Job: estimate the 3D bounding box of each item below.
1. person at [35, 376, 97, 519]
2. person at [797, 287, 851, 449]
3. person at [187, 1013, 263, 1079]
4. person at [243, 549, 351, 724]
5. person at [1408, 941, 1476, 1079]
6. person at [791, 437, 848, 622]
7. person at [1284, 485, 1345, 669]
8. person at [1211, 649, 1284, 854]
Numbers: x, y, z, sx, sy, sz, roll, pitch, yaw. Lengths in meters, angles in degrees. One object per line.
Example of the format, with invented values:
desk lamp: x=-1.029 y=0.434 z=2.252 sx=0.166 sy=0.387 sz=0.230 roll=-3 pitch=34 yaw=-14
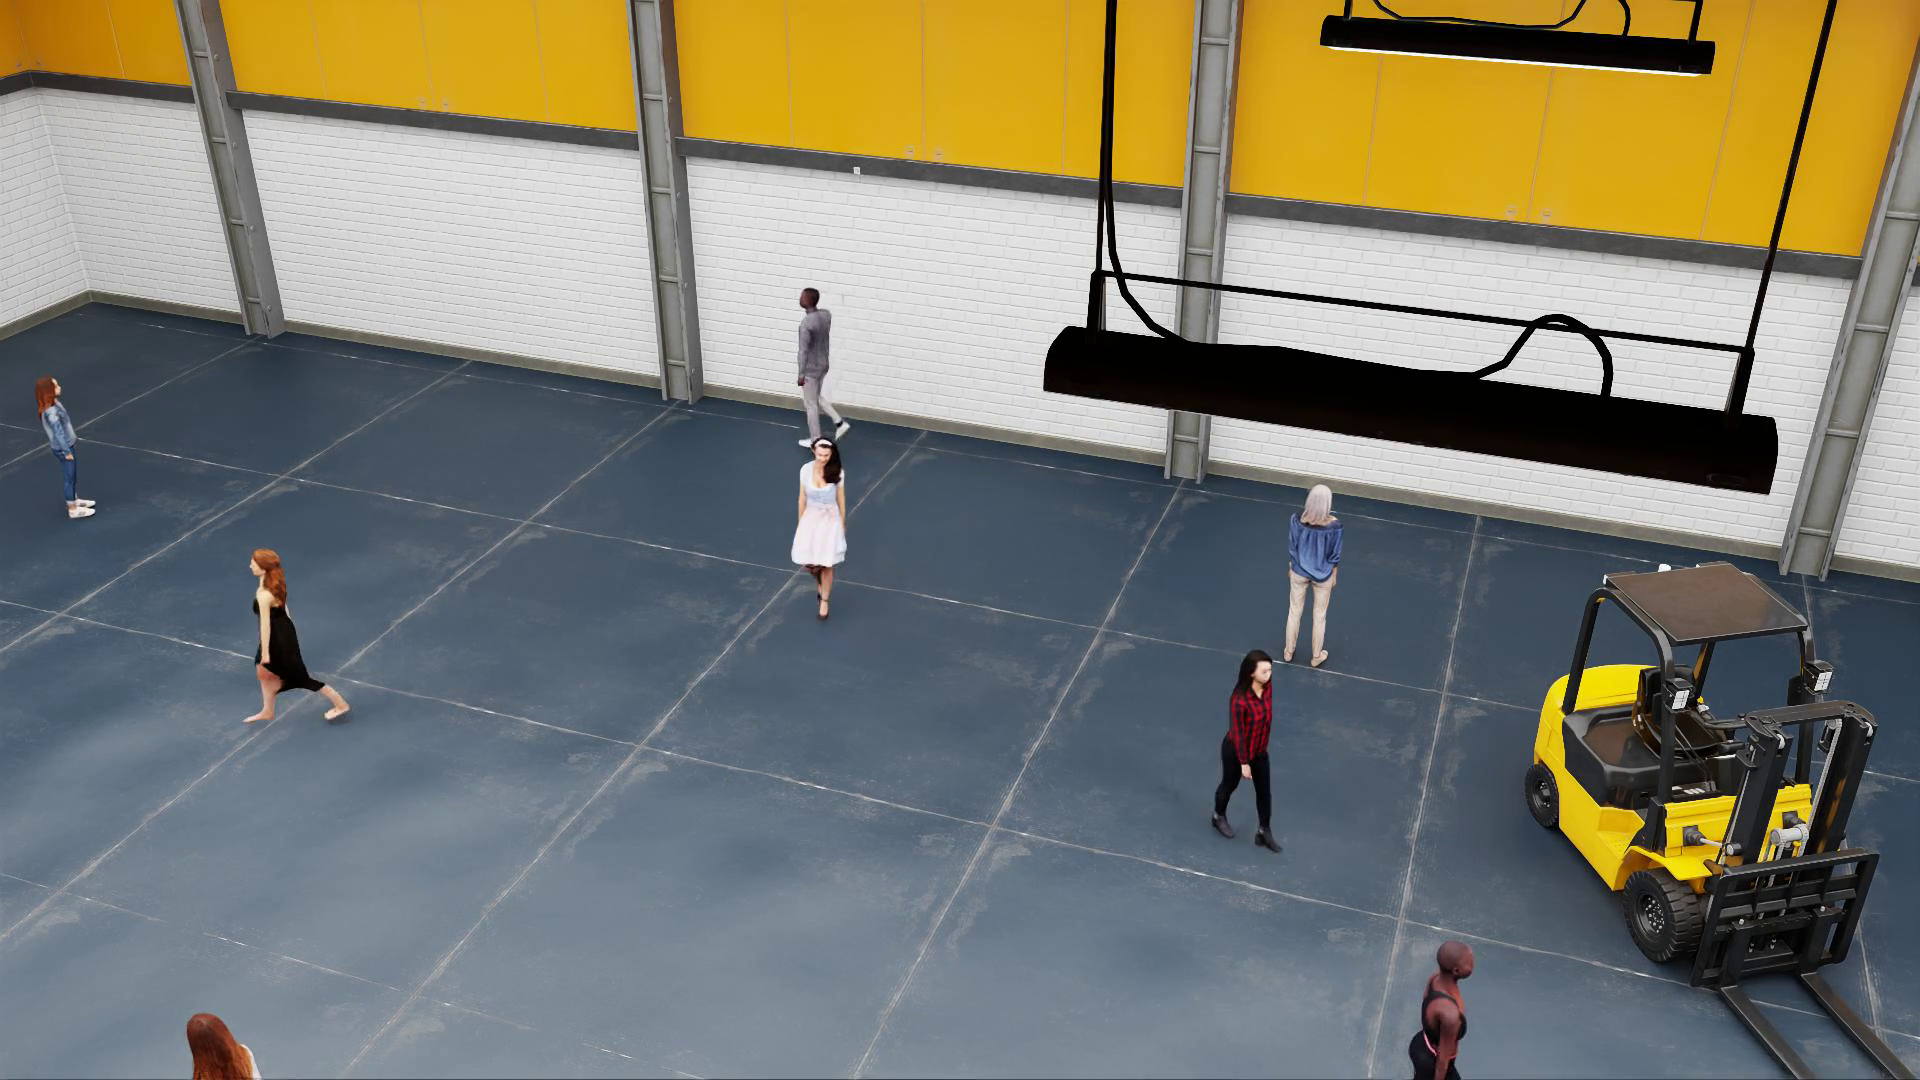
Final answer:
person: x=-8.955 y=-0.938 z=16.585 sx=0.677 sy=1.475 sz=0.607 roll=-14 pitch=31 yaw=-23
person: x=-1.478 y=-1.816 z=17.832 sx=0.781 sy=1.822 sz=0.686 roll=10 pitch=30 yaw=17
person: x=-3.810 y=3.169 z=8.793 sx=0.518 sy=1.728 sz=0.598 roll=13 pitch=31 yaw=23
person: x=-5.330 y=0.809 z=13.271 sx=1.154 sy=1.582 sz=0.935 roll=-5 pitch=29 yaw=-8
person: x=2.530 y=2.919 z=9.220 sx=0.702 sy=1.757 sz=0.698 roll=2 pitch=29 yaw=3
person: x=-1.210 y=-0.129 z=14.768 sx=0.789 sy=1.795 sz=0.822 roll=2 pitch=29 yaw=4
person: x=2.984 y=0.294 z=14.098 sx=0.496 sy=1.694 sz=0.666 roll=11 pitch=30 yaw=19
person: x=1.974 y=1.476 z=11.992 sx=0.821 sy=1.636 sz=0.944 roll=-21 pitch=35 yaw=-34
